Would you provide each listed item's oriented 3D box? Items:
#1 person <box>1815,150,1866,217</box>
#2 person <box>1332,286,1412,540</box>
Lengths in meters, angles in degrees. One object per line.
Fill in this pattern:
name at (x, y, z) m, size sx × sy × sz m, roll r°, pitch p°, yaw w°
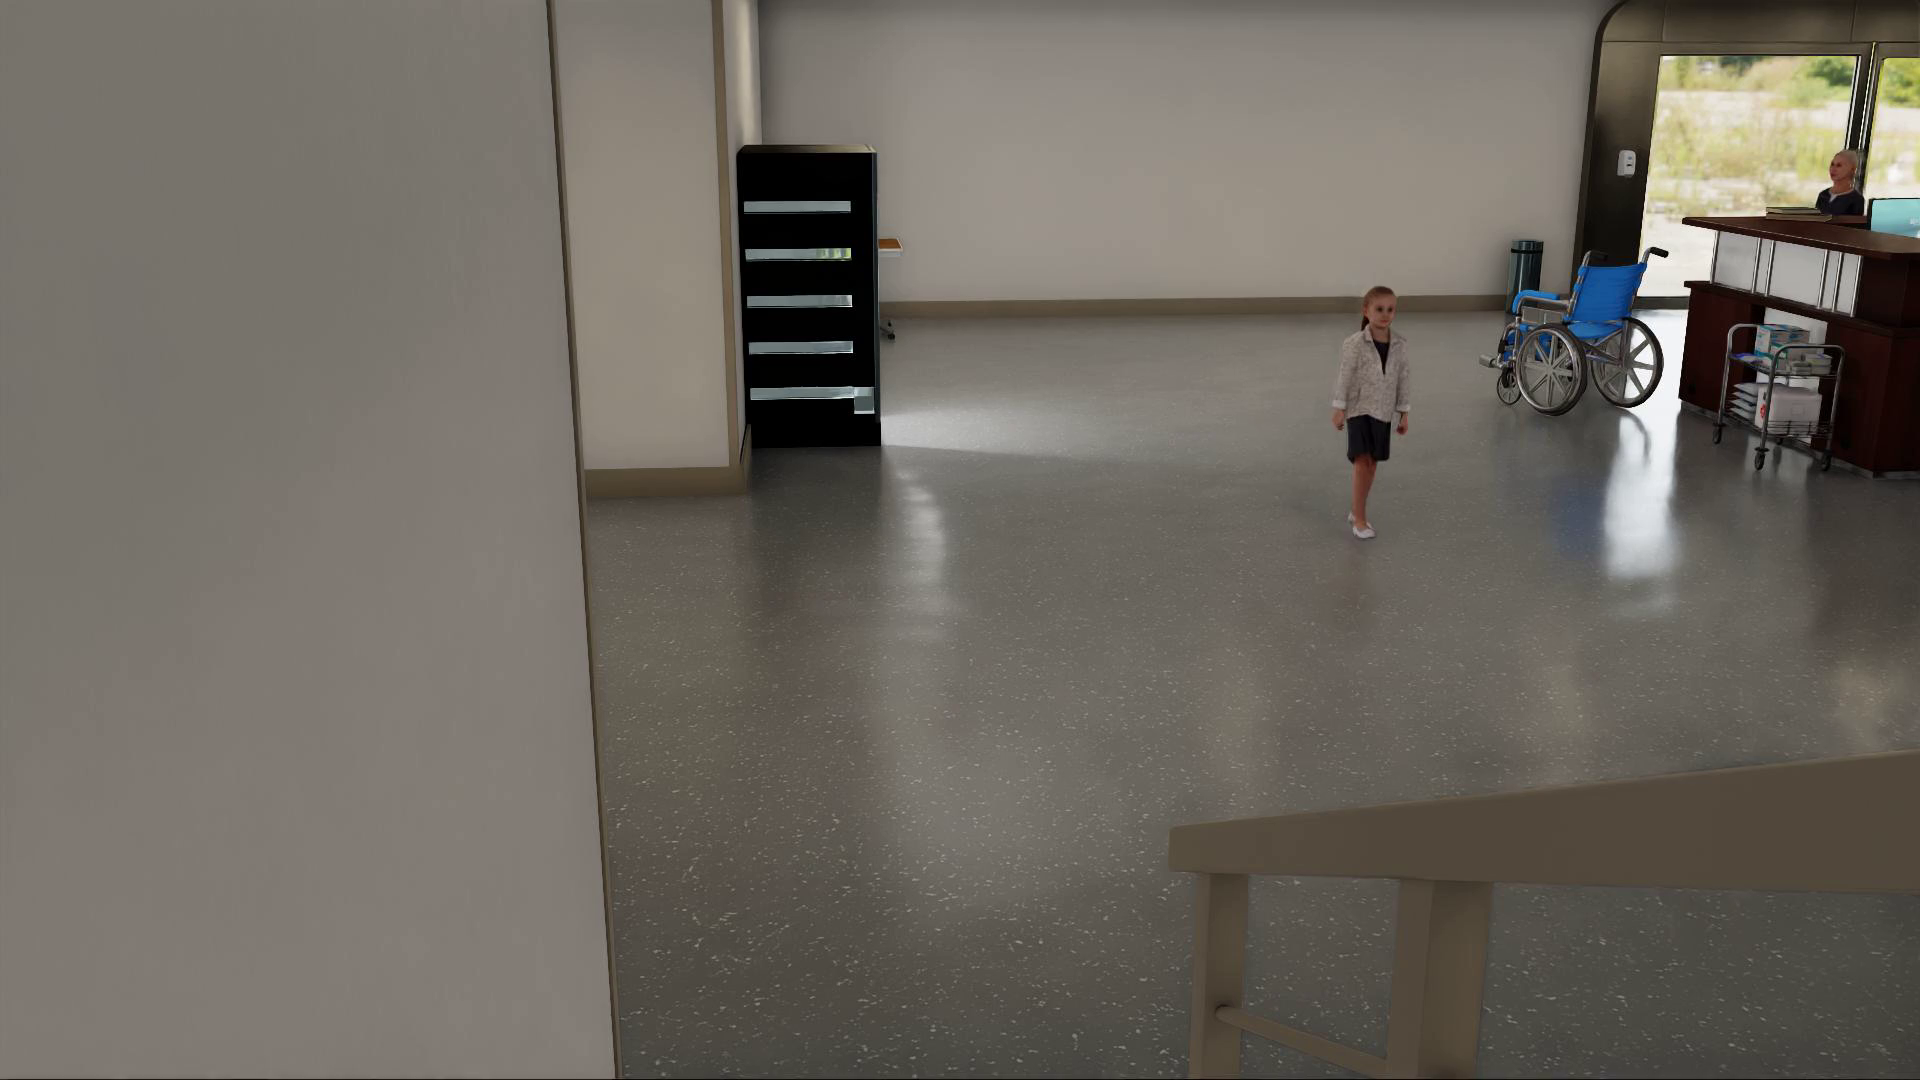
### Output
person at (6.916, -2.194, 13.139) m, size 0.813 × 1.701 × 1.035 m, roll -5°, pitch 16°, yaw -17°
person at (2.075, -0.665, 8.514) m, size 0.570 × 1.261 × 0.713 m, roll -3°, pitch 16°, yaw -12°
